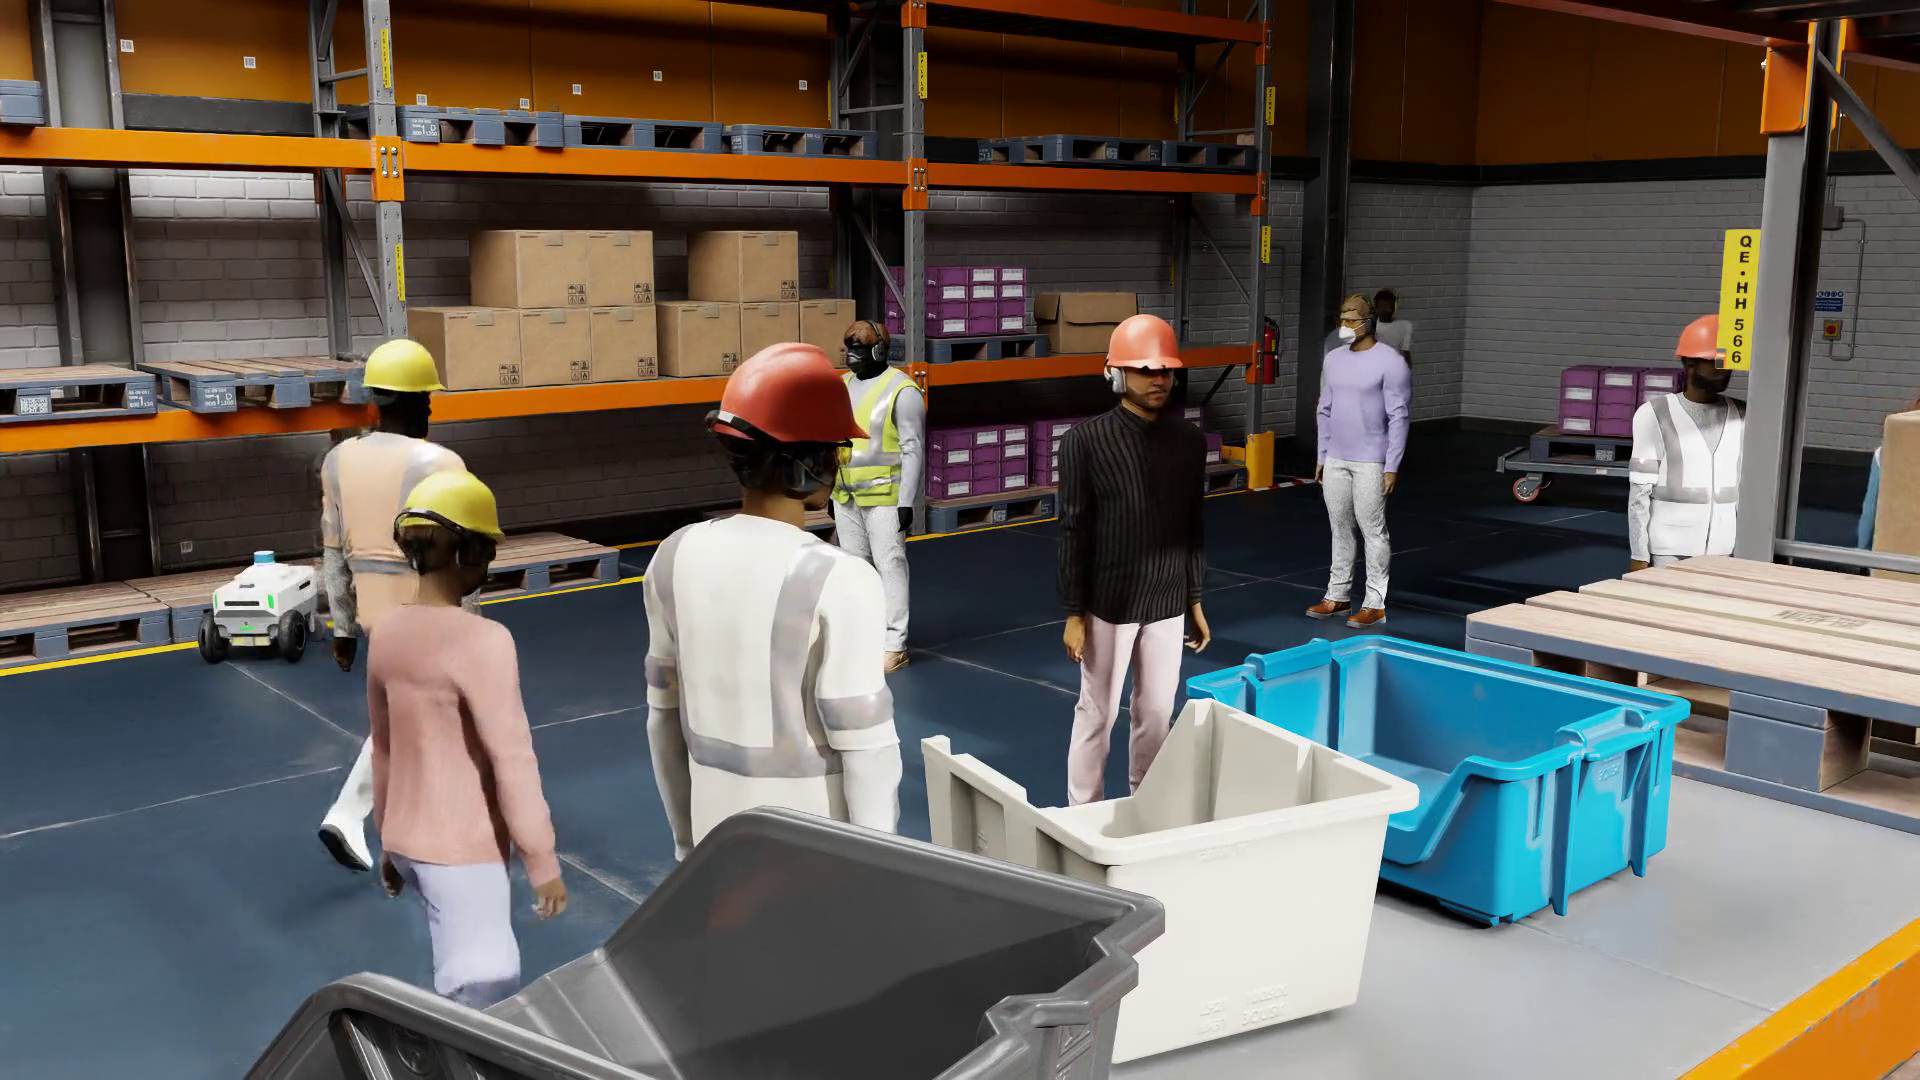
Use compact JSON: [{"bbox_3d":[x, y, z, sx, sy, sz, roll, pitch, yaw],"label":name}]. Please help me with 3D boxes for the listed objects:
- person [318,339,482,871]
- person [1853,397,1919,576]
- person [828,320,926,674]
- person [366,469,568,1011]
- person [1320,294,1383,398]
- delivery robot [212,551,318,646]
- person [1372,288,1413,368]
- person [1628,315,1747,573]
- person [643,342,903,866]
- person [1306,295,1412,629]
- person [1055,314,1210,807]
[{"bbox_3d":[-1.932,0.270,5.738,0.594,1.911,0.505,5,11,27],"label":"person"},{"bbox_3d":[4.369,0.110,7.485,0.862,1.590,0.539,-7,12,-33],"label":"person"},{"bbox_3d":[-0.478,-0.226,8.715,0.634,1.842,0.429,9,13,41],"label":"person"},{"bbox_3d":[-1.212,0.717,3.758,0.765,1.718,0.592,-10,14,-44],"label":"person"},{"bbox_3d":[3.566,-1.285,14.805,0.921,1.780,0.603,-7,13,-36],"label":"person"},{"bbox_3d":[-3.793,0.302,9.097,0.477,0.478,0.707,0,10,-2],"label":"delivery robot"},{"bbox_3d":[3.940,-1.426,15.517,0.494,1.816,0.938,2,10,10],"label":"person"},{"bbox_3d":[3.108,0.022,7.060,0.547,1.936,0.364,-1,10,-7],"label":"person"},{"bbox_3d":[-0.346,0.626,3.377,0.616,2.041,0.378,8,13,37],"label":"person"},{"bbox_3d":[2.330,-0.457,9.735,0.352,1.937,0.635,-7,12,-34],"label":"person"},{"bbox_3d":[0.612,0.218,5.798,0.608,1.995,0.377,-6,12,-29],"label":"person"}]
